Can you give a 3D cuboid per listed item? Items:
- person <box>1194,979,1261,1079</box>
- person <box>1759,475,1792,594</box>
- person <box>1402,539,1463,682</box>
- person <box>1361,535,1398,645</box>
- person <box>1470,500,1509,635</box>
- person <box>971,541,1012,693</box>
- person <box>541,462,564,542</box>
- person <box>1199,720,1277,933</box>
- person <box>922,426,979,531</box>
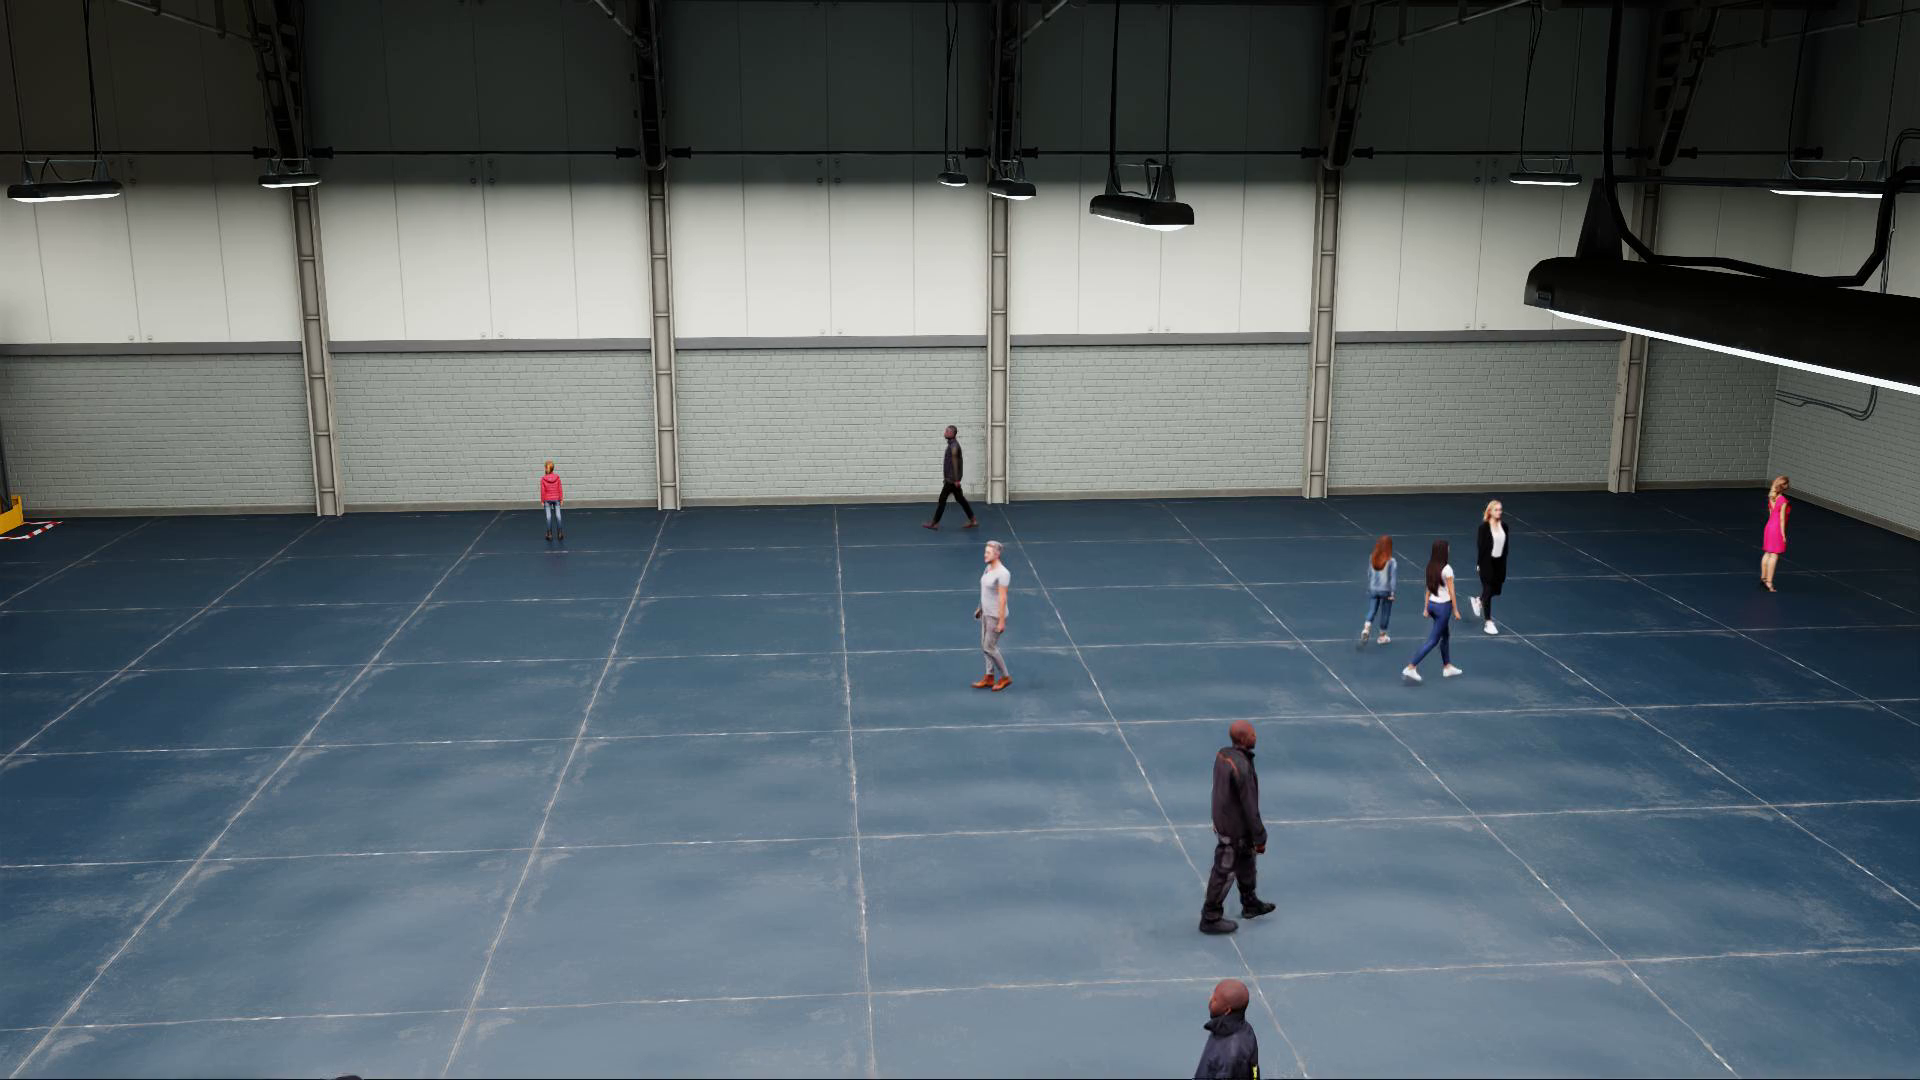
[{"bbox_3d":[1.584,3.328,9.368,1.040,1.810,0.898,3,13,13],"label":"person"},{"bbox_3d":[11.951,-0.109,24.405,0.575,1.723,0.601,1,13,3],"label":"person"},{"bbox_3d":[5.712,0.887,20.069,1.139,1.738,0.724,-3,13,-14],"label":"person"},{"bbox_3d":[5.426,0.672,21.604,0.846,1.464,0.906,11,17,40],"label":"person"},{"bbox_3d":[7.079,0.343,22.310,0.952,1.787,0.788,-4,14,-15],"label":"person"},{"bbox_3d":[0.459,0.895,19.848,0.752,1.822,0.776,-4,14,-17],"label":"person"},{"bbox_3d":[-6.788,-0.657,27.677,0.509,1.315,0.626,-5,14,-20],"label":"person"},{"bbox_3d":[2.144,2.352,13.616,1.001,1.796,0.788,-3,13,-11],"label":"person"},{"bbox_3d":[-0.039,-1.017,28.181,1.175,1.788,0.728,-1,13,-3],"label":"person"}]
